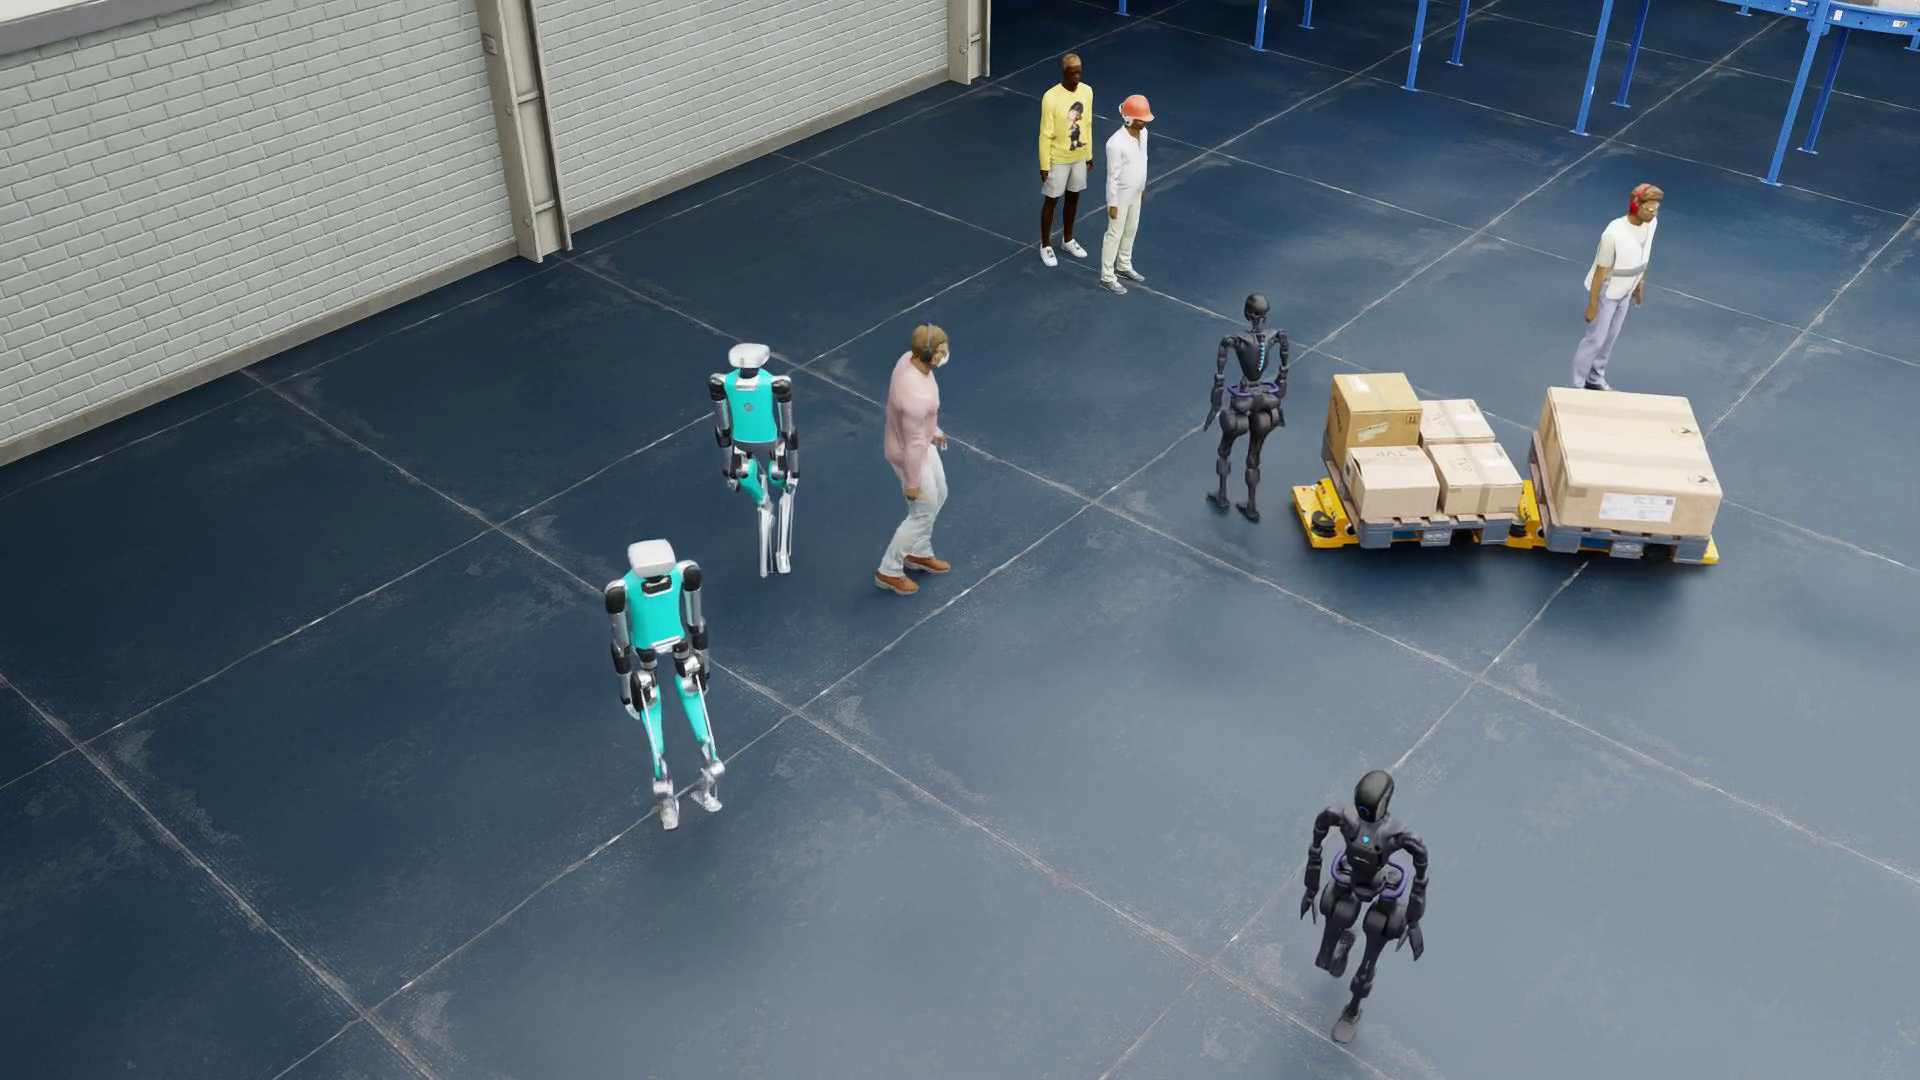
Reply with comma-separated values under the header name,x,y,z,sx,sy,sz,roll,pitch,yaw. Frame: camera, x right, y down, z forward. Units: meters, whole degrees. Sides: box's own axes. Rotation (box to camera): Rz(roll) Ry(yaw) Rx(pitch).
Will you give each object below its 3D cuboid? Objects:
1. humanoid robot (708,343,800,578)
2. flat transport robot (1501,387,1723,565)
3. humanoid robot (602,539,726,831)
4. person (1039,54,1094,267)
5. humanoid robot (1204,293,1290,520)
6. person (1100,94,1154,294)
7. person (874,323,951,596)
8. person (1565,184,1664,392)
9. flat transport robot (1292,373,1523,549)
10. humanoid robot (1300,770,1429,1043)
name,x,y,z,sx,sy,sz,roll,pitch,yaw
humanoid robot,-1.268,-0.543,10.904,0.550,1.825,0.681,5,36,7
flat transport robot,4.485,-0.149,11.597,1.431,0.231,0.659,5,36,8
humanoid robot,-1.512,0.849,8.901,0.543,1.765,0.679,-18,39,-24
person,0.934,-3.376,14.723,0.555,1.897,0.357,-20,40,-25
humanoid robot,1.993,-0.907,11.452,0.586,1.635,0.422,-9,37,-13
person,1.454,-2.987,14.312,0.347,1.743,0.568,23,41,29
person,-0.302,-0.546,10.741,0.462,1.911,0.648,-2,36,-4
person,4.970,-1.871,12.675,0.570,1.831,0.412,-26,43,-31
flat transport robot,3.120,-0.225,11.704,1.431,0.231,0.659,-2,36,-3
humanoid robot,1.940,1.661,7.847,0.609,1.644,0.481,17,39,22
